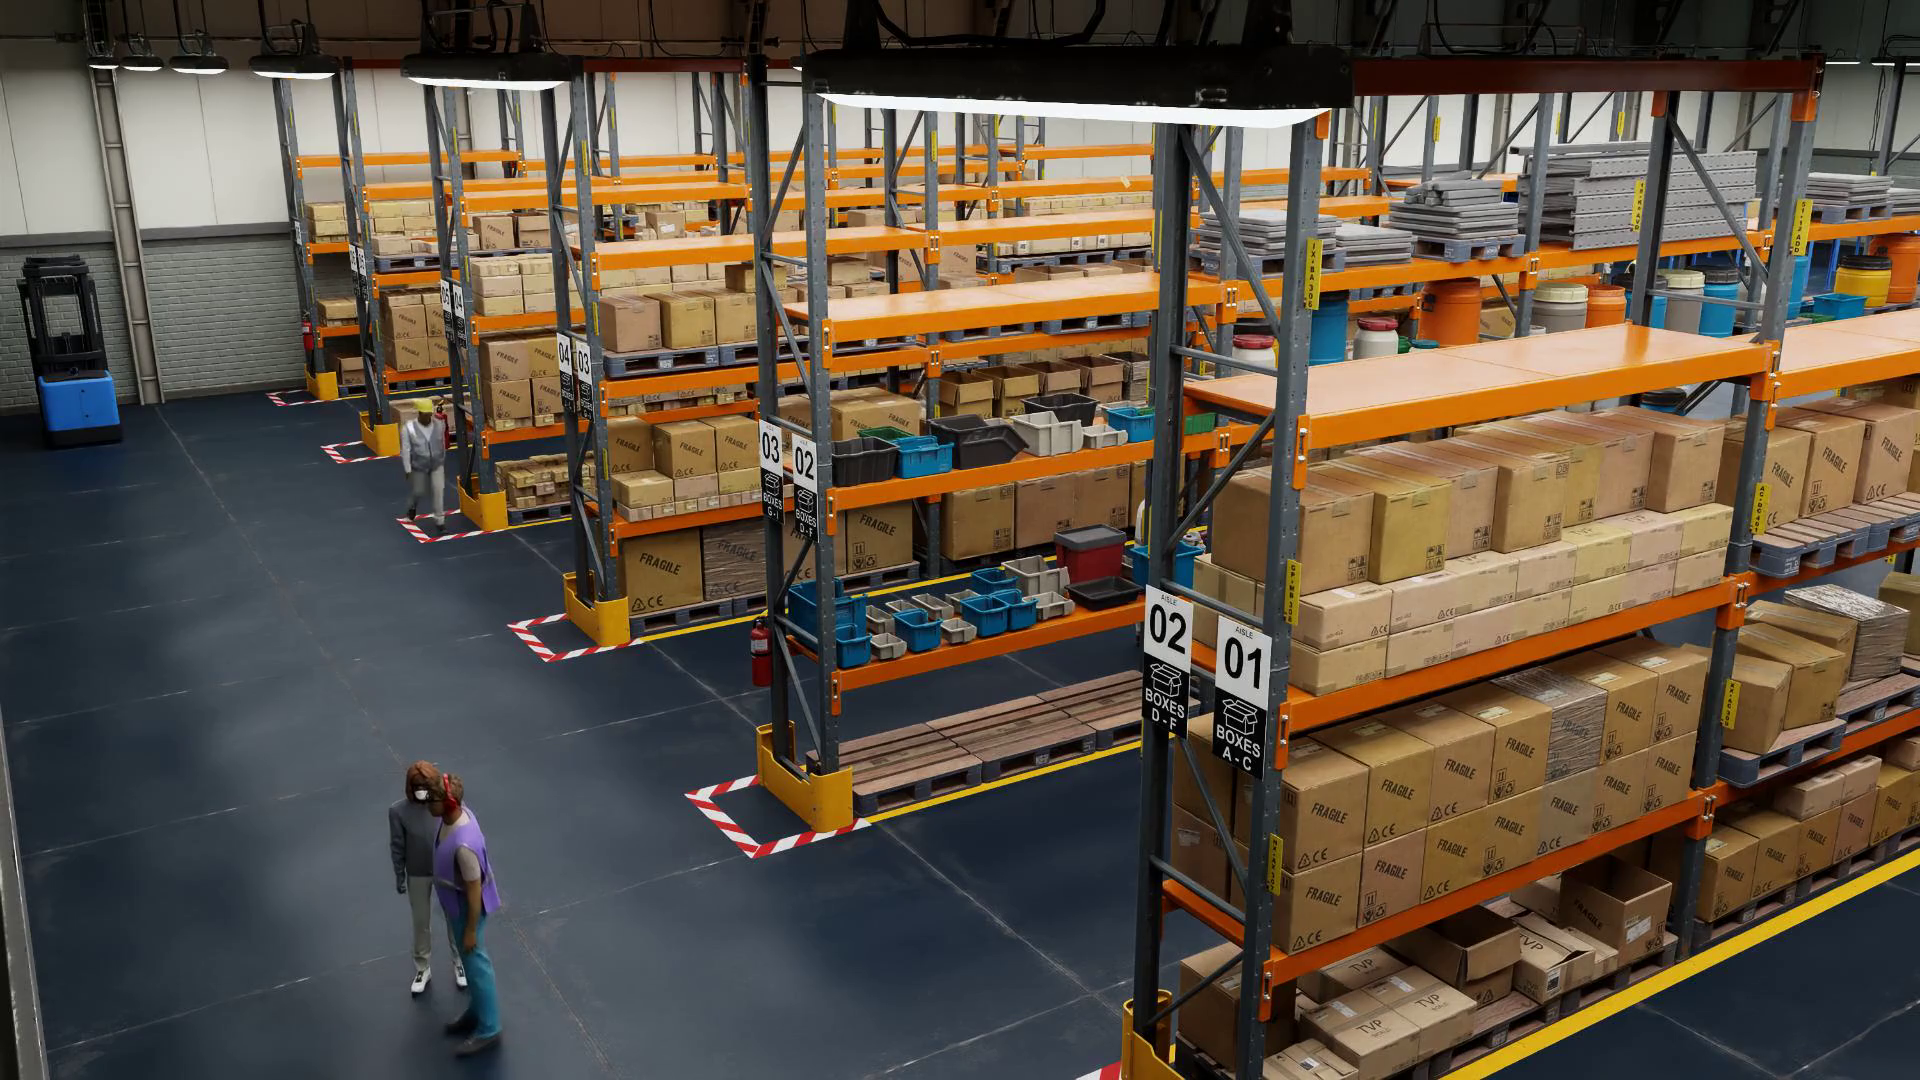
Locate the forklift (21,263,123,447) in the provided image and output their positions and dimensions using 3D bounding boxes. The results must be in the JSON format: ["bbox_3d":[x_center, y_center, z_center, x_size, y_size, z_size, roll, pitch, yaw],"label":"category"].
[{"bbox_3d":[-14.518,-3.079,25.708,1.129,2.768,1.873,-10,20,-31],"label":"forklift"}]

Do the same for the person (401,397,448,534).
[{"bbox_3d":[-7.035,-1.025,20.737,0.588,1.797,0.810,-11,20,-31],"label":"person"}]

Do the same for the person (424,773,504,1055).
[{"bbox_3d":[-3.056,2.284,9.797,0.373,1.843,0.570,-8,19,-25],"label":"person"}]

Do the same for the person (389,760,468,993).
[{"bbox_3d":[-3.472,2.204,10.416,0.501,1.632,0.280,-3,17,-11],"label":"person"}]

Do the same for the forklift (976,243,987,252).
[{"bbox_3d":[0.988,-5.474,34.718,1.214,2.155,2.313,-10,20,-31],"label":"forklift"}]

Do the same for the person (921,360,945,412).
[{"bbox_3d":[-0.359,-1.905,23.500,0.412,1.870,0.578,-13,21,-36],"label":"person"}]

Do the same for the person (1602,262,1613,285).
[{"bbox_3d":[16.749,-7.252,40.905,0.362,1.939,0.542,-6,18,-18],"label":"person"}]

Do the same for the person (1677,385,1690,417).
[{"bbox_3d":[10.132,-1.629,22.562,1.007,1.882,0.653,-9,19,-28],"label":"person"}]

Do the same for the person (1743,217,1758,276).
[{"bbox_3d":[21.253,-7.674,42.294,0.544,1.938,0.356,-3,17,-10],"label":"person"}]

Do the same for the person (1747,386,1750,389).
[{"bbox_3d":[14.929,-3.710,29.351,0.403,1.904,0.651,-6,18,-20],"label":"person"}]

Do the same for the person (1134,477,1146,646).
[{"bbox_3d":[1.994,0.222,16.382,0.378,1.951,0.607,-1,17,-3],"label":"person"}]

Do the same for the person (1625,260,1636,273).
[{"bbox_3d":[15.438,-5.786,36.264,0.430,1.844,0.624,11,20,32],"label":"person"}]

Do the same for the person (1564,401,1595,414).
[{"bbox_3d":[9.234,-1.882,23.480,0.860,1.842,0.523,-13,22,-37],"label":"person"}]
